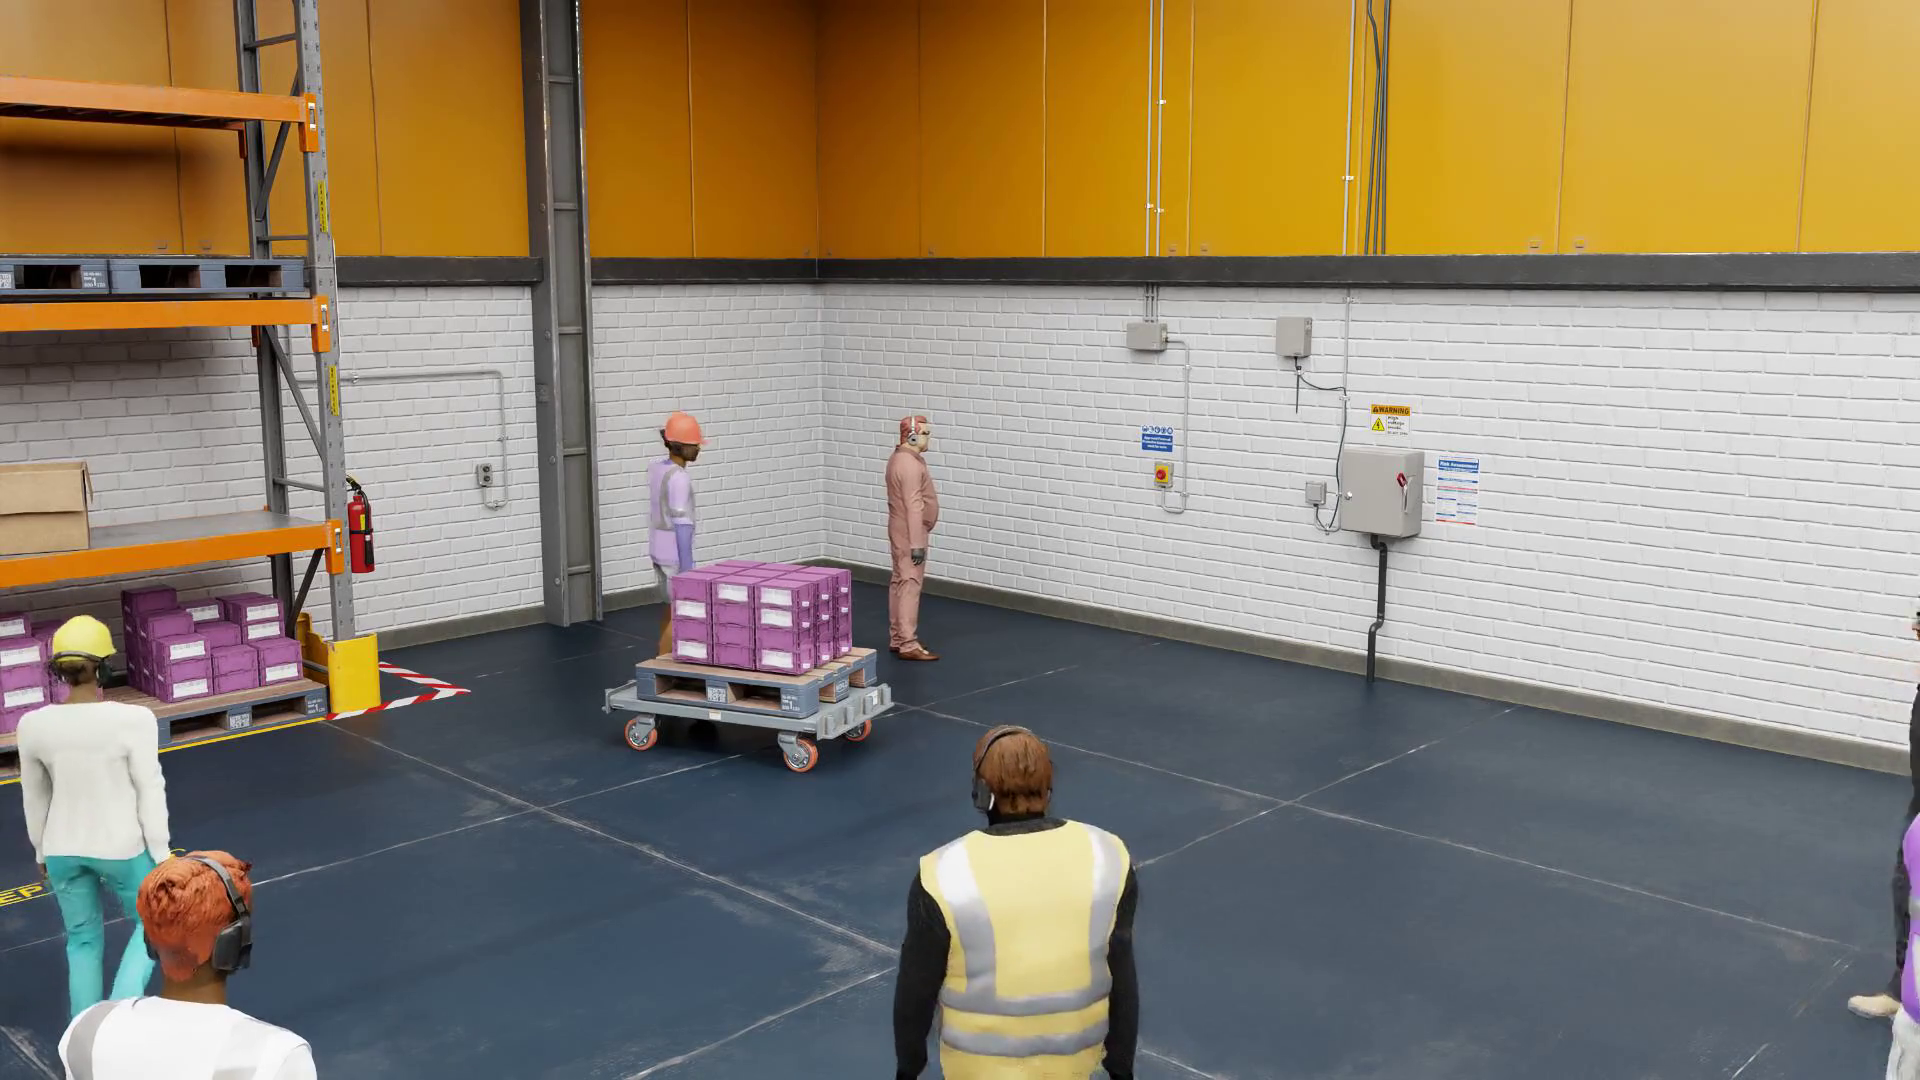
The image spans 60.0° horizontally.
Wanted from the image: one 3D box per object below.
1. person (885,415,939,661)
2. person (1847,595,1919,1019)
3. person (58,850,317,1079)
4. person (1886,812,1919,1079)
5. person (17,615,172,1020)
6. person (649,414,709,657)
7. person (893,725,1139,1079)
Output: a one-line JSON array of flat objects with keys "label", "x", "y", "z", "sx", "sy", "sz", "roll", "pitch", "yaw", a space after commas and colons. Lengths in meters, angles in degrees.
[{"label": "person", "x": -0.363, "y": -0.021, "z": 12.965, "sx": 0.399, "sy": 1.908, "sz": 0.643, "roll": -2, "pitch": 10, "yaw": -13}, {"label": "person", "x": 3.932, "y": 1.067, "z": 6.539, "sx": 0.588, "sy": 1.825, "sz": 0.528, "roll": 3, "pitch": 10, "yaw": 16}, {"label": "person", "x": -1.512, "y": 1.550, "z": 3.399, "sx": 0.587, "sy": 1.883, "sz": 0.341, "roll": 2, "pitch": 10, "yaw": 15}, {"label": "person", "x": 2.931, "y": 1.339, "z": 4.637, "sx": 0.578, "sy": 1.894, "sz": 0.927, "roll": -4, "pitch": 10, "yaw": -21}, {"label": "person", "x": -3.228, "y": 1.151, "z": 6.248, "sx": 0.544, "sy": 1.750, "sz": 0.367, "roll": 0, "pitch": 9, "yaw": -1}, {"label": "person", "x": -2.050, "y": 0.124, "z": 11.765, "sx": 0.564, "sy": 2.023, "sz": 0.665, "roll": -4, "pitch": 10, "yaw": -24}, {"label": "person", "x": 0.122, "y": 1.386, "z": 4.582, "sx": 0.651, "sy": 1.820, "sz": 0.702, "roll": -3, "pitch": 10, "yaw": -16}]
